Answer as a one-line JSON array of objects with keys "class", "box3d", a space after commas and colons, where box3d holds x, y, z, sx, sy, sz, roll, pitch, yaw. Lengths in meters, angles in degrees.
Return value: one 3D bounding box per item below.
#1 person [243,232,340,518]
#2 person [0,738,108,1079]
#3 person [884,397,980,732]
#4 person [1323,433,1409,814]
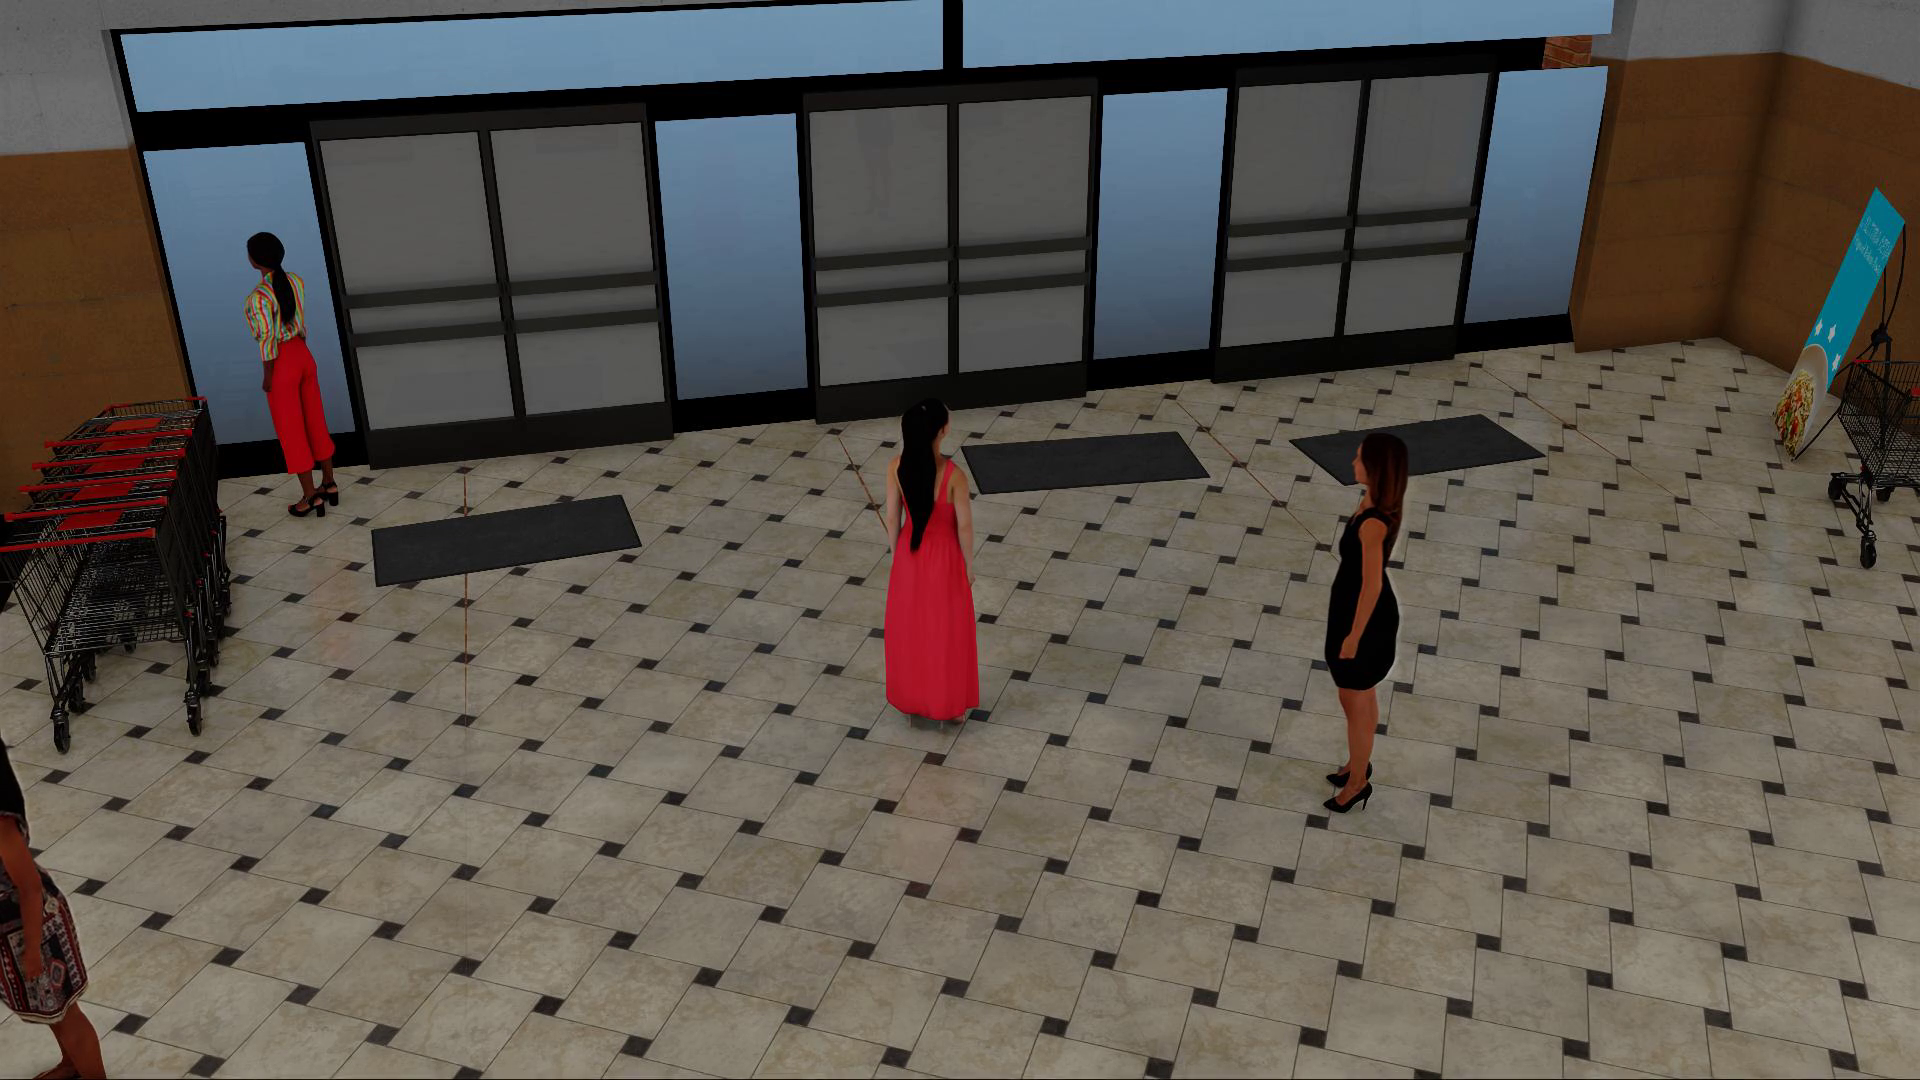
[{"class": "person", "box3d": [-4.064, -0.997, 10.090, 0.735, 1.794, 0.632, 8, 28, 15]}, {"class": "person", "box3d": [-3.222, 1.307, 5.712, 0.784, 1.645, 0.642, -23, 35, -38]}, {"class": "person", "box3d": [-0.147, 0.131, 7.942, 0.716, 1.725, 0.750, 10, 28, 18]}, {"class": "person", "box3d": [1.769, 0.387, 7.316, 0.725, 1.834, 0.630, 8, 28, 16]}]
